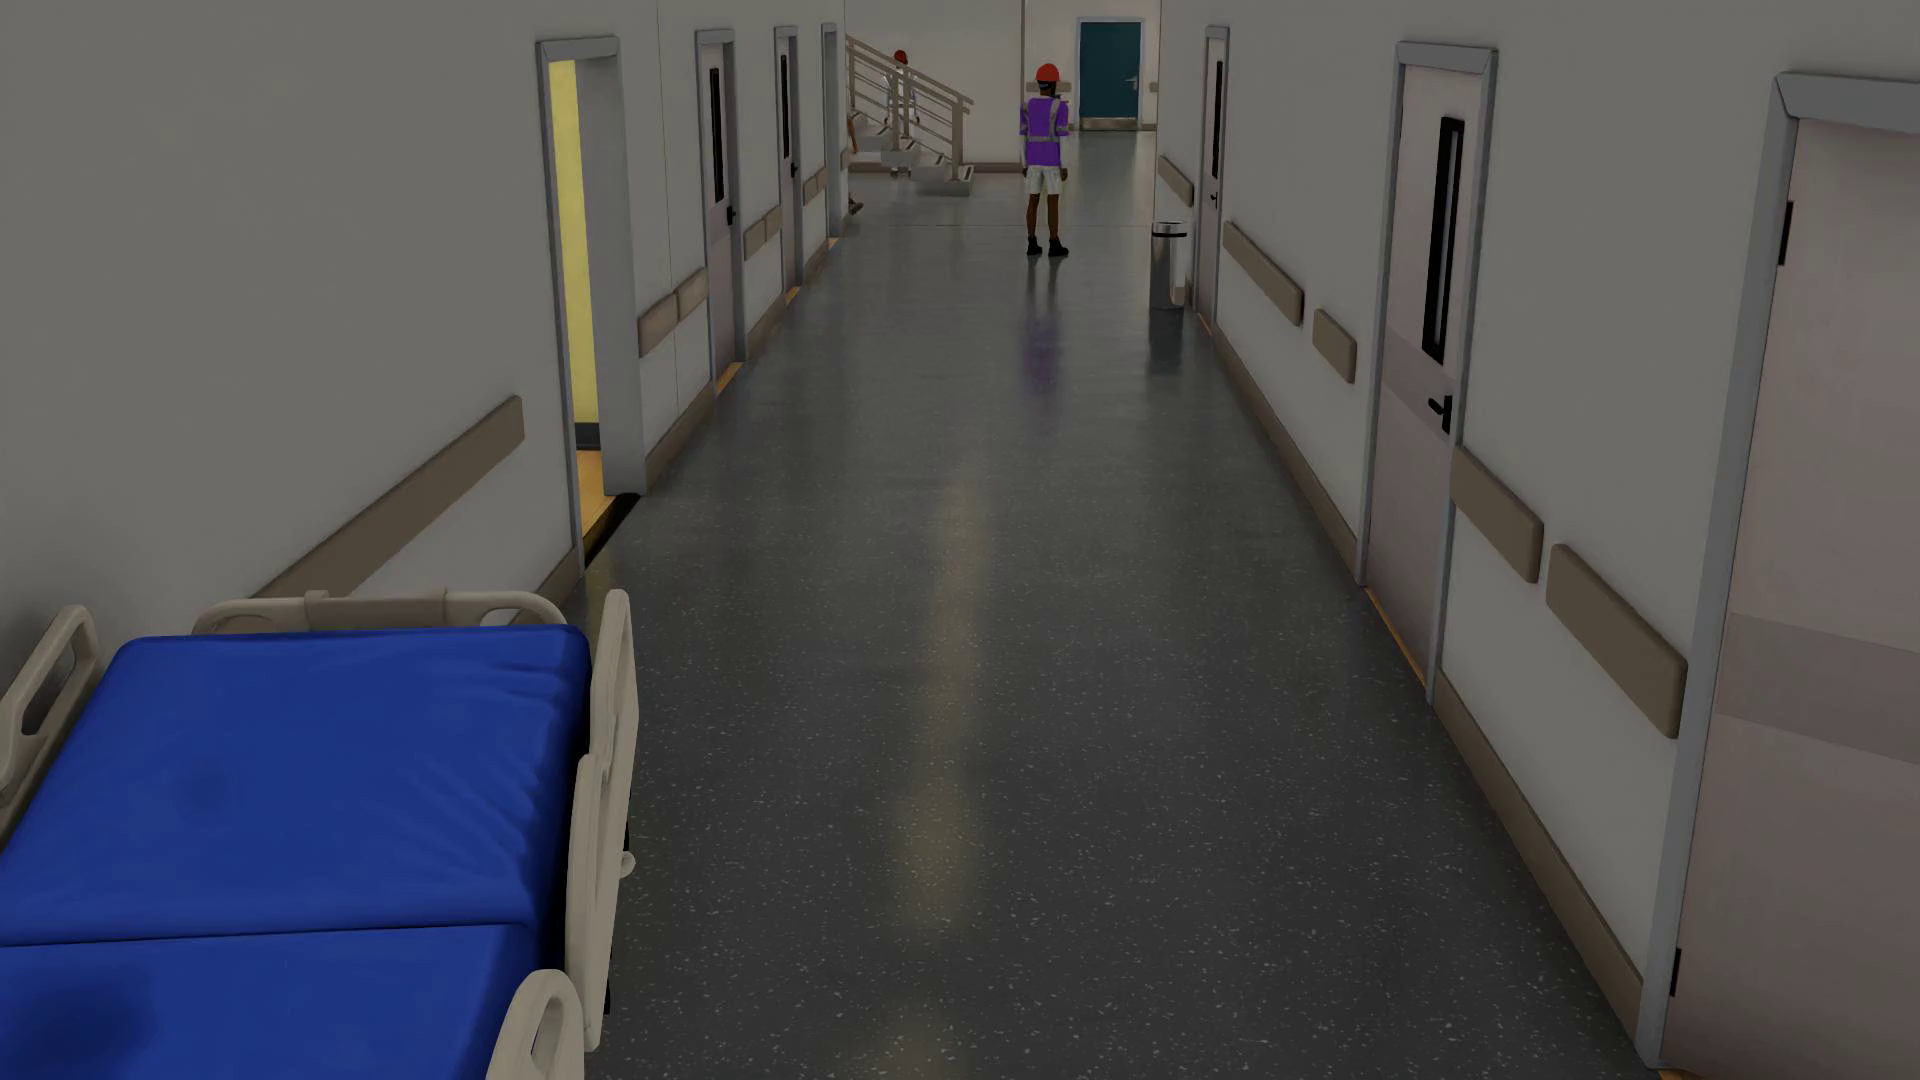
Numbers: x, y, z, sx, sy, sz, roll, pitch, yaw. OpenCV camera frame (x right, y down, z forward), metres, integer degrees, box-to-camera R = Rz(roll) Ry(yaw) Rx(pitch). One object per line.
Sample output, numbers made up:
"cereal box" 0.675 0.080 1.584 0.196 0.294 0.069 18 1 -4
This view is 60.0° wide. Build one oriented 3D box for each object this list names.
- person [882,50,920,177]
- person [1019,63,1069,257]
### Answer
"person" -0.889 -6.490 25.345 0.575 1.885 0.355 0 18 0
"person" 0.879 -3.901 17.119 0.547 1.939 0.376 10 20 29
